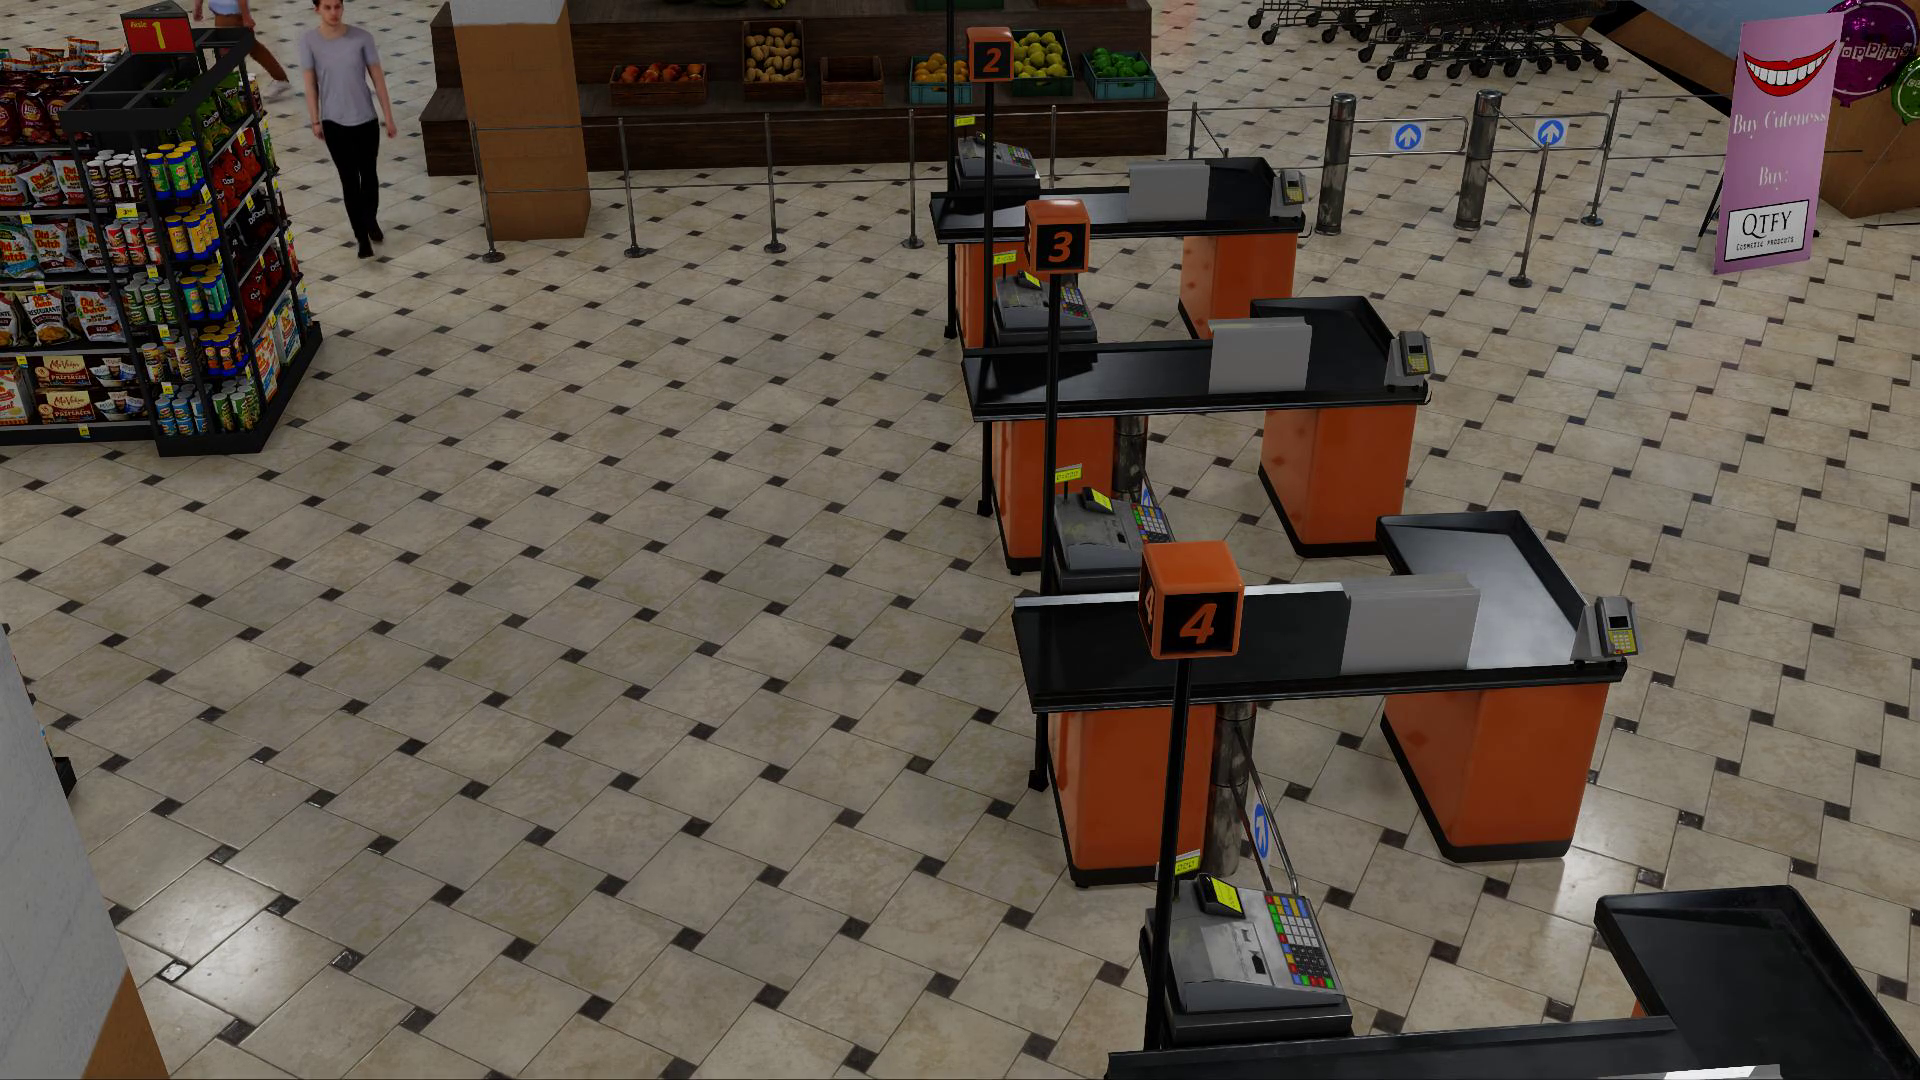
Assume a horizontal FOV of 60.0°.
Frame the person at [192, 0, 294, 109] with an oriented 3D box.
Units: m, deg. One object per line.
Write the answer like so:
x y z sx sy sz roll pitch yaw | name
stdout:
-6.267 -4.631 14.416 1.270 1.783 1.138 -26 40 -35 | person

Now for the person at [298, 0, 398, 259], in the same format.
-4.284 -2.953 11.669 1.138 1.836 0.985 -13 34 -19 | person
